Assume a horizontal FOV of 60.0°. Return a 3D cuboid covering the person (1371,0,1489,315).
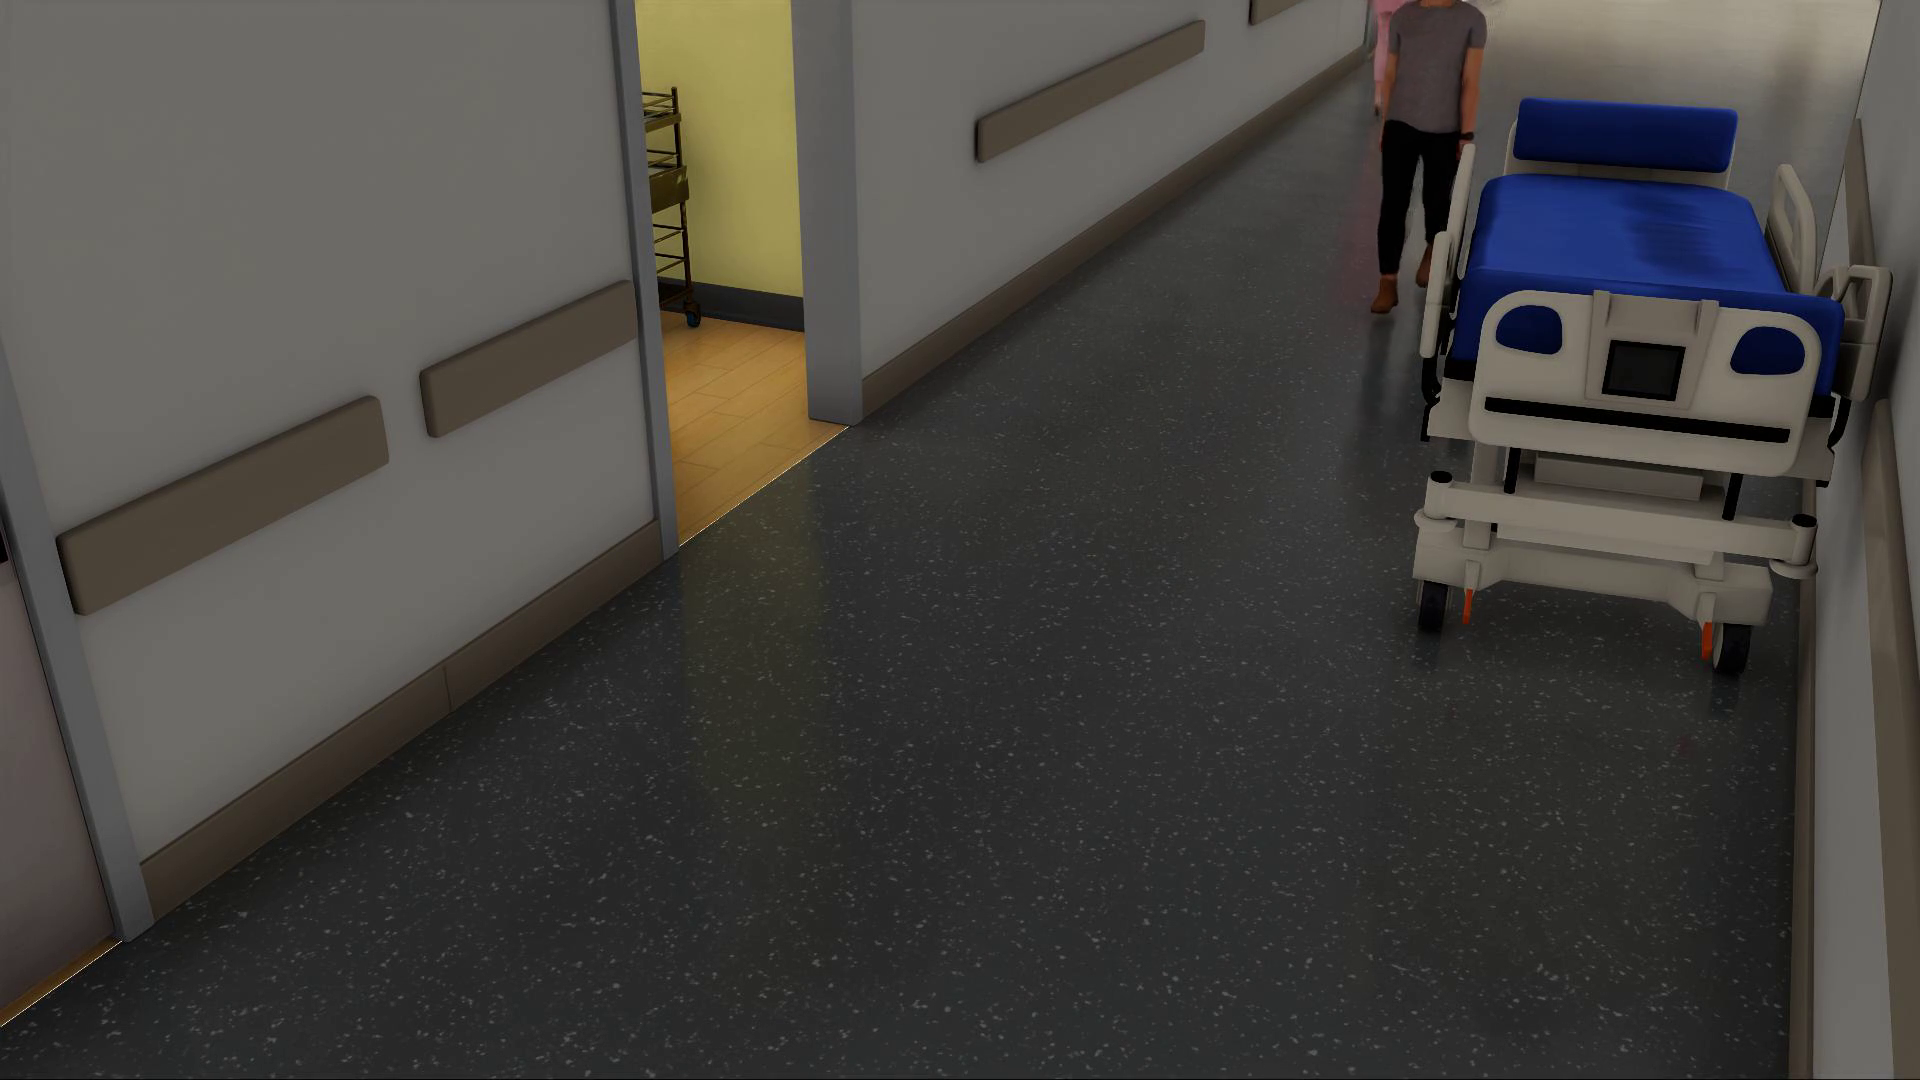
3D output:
[{"bbox_3d":[2.218,-1.953,7.837,1.019,1.691,0.665,12,28,22],"label":"person"}]
